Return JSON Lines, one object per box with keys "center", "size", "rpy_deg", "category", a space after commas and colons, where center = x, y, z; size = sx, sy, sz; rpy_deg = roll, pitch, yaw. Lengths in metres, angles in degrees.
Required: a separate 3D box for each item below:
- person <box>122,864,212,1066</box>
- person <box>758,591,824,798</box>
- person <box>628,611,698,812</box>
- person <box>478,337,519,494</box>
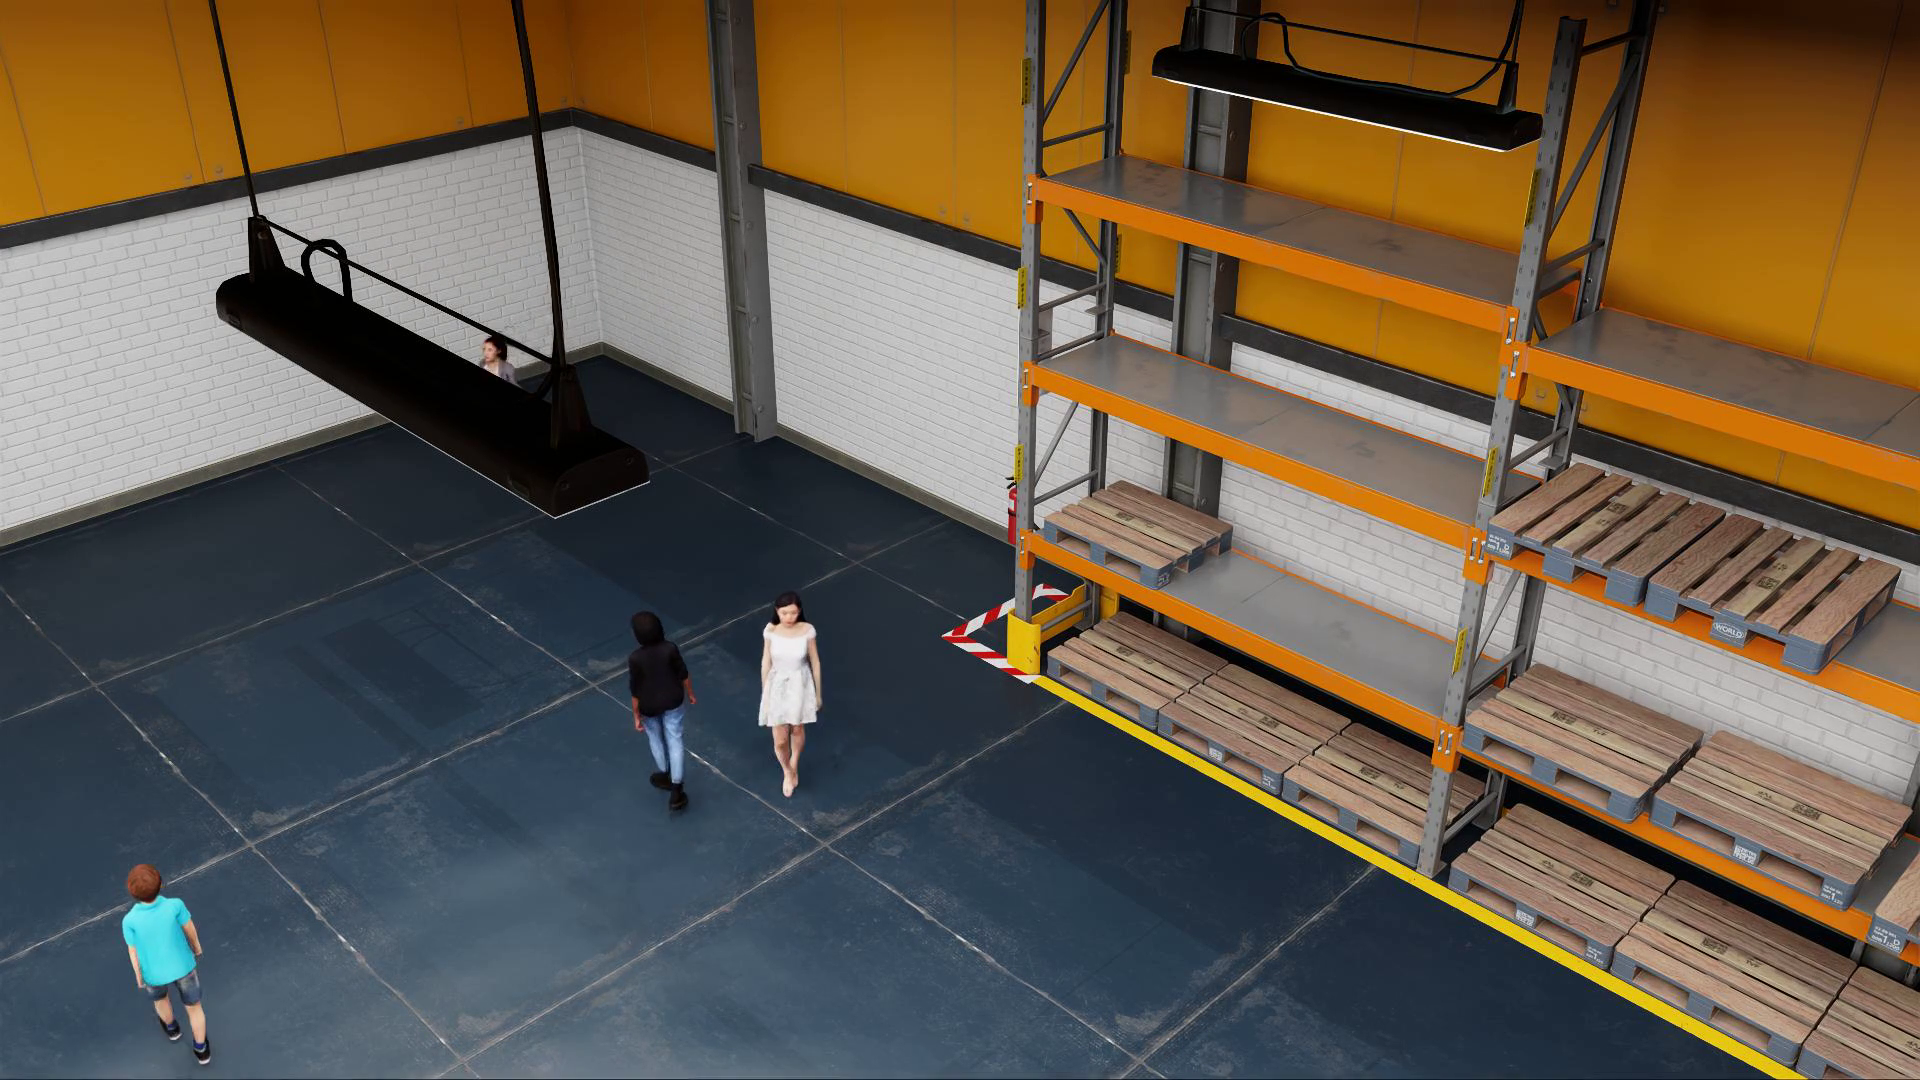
{"center": [-4.804, 2.615, 10.107], "size": [0.647, 1.431, 0.826], "rpy_deg": [-16, 33, -27], "category": "person"}
{"center": [-1.275, 1.112, 12.521], "size": [0.850, 1.758, 0.914], "rpy_deg": [-2, 29, -4], "category": "person"}
{"center": [-2.205, 1.270, 12.305], "size": [0.825, 1.687, 0.893], "rpy_deg": [-7, 29, -13], "category": "person"}
{"center": [-4.666, -1.329, 17.094], "size": [0.856, 1.664, 0.836], "rpy_deg": [13, 31, 22], "category": "person"}
